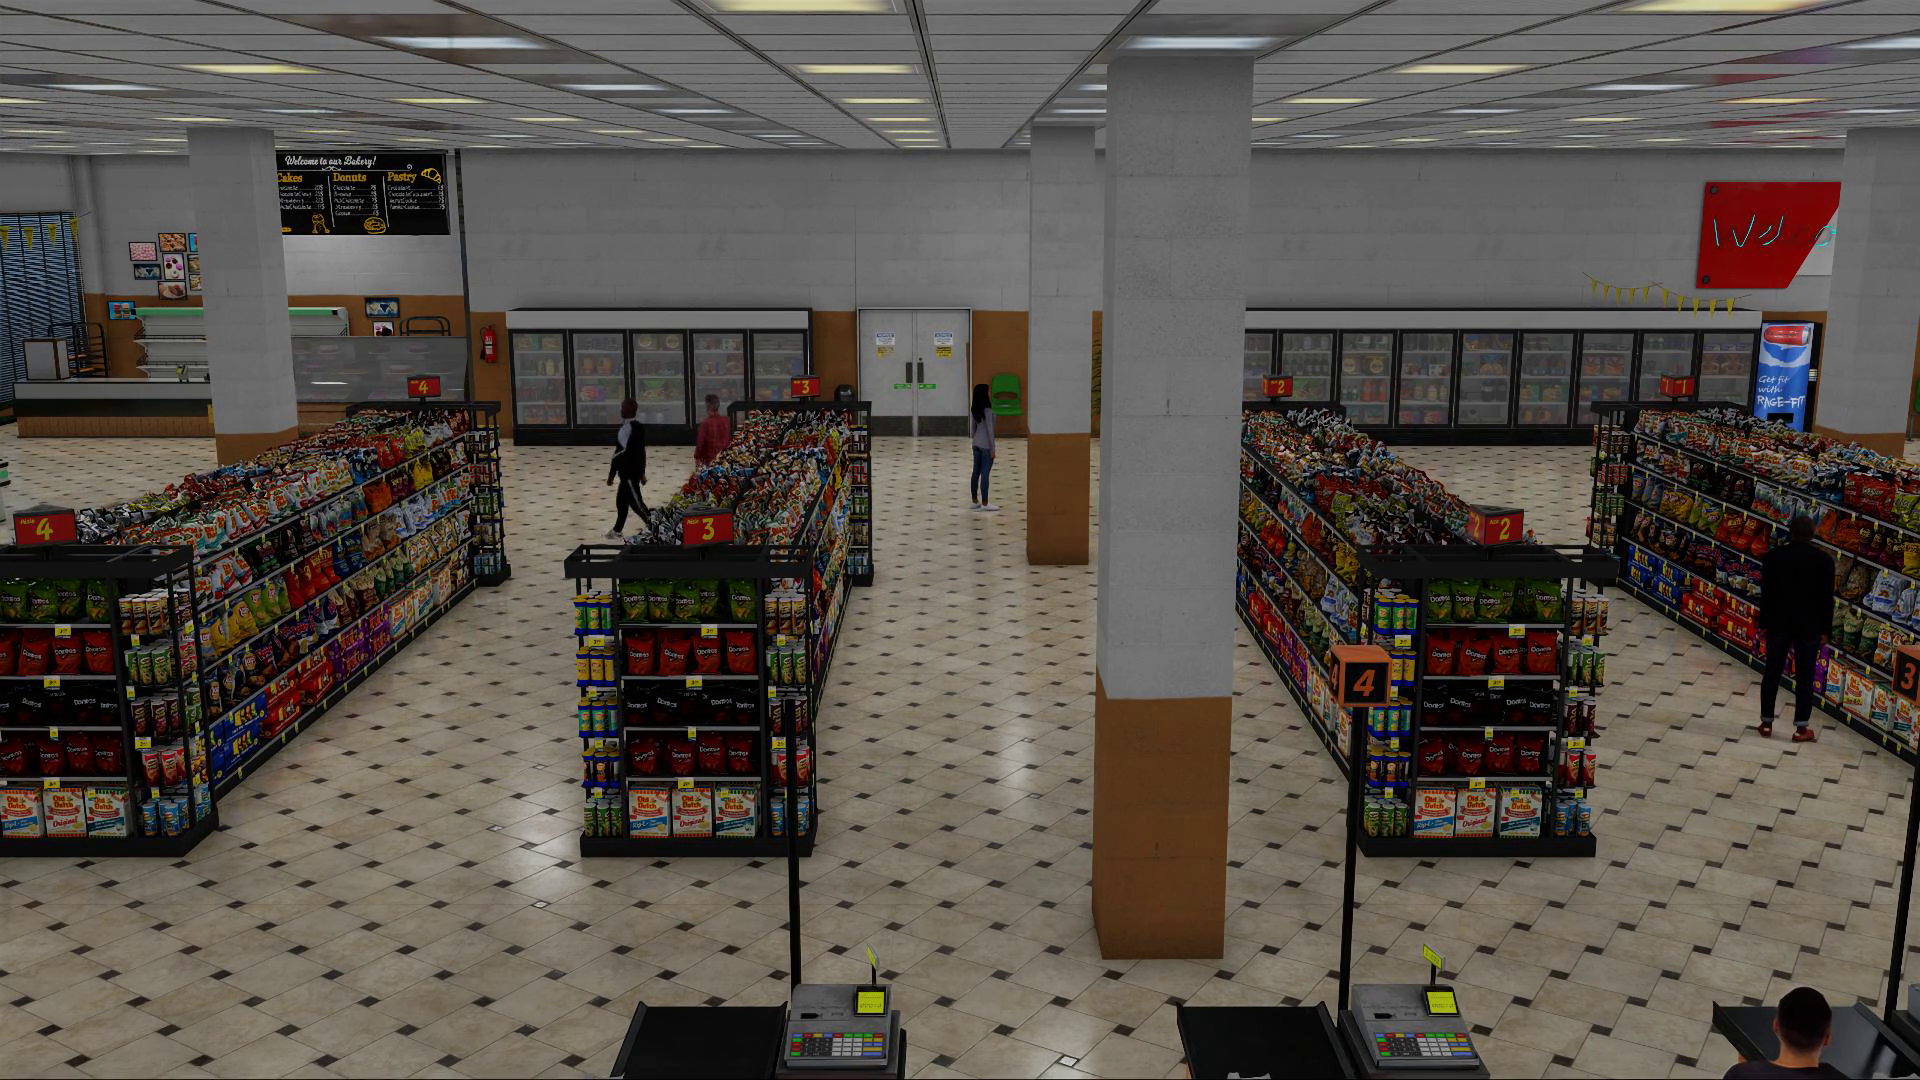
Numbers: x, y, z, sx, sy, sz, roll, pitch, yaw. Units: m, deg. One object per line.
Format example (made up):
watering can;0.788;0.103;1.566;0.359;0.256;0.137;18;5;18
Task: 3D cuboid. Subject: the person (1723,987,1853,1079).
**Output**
person;2.752;2.326;5.567;0.709;1.764;0.691;5;13;23

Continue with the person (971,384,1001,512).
person;0.303;-1.273;22.729;0.750;1.736;0.645;-8;14;-32

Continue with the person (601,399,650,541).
person;-3.955;-0.806;20.354;0.931;1.801;1.171;3;12;16

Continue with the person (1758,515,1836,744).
person;6.609;0.694;13.189;0.789;1.818;0.812;9;15;35

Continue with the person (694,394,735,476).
person;-2.996;-0.896;20.744;0.851;1.815;0.904;-10;16;-41
